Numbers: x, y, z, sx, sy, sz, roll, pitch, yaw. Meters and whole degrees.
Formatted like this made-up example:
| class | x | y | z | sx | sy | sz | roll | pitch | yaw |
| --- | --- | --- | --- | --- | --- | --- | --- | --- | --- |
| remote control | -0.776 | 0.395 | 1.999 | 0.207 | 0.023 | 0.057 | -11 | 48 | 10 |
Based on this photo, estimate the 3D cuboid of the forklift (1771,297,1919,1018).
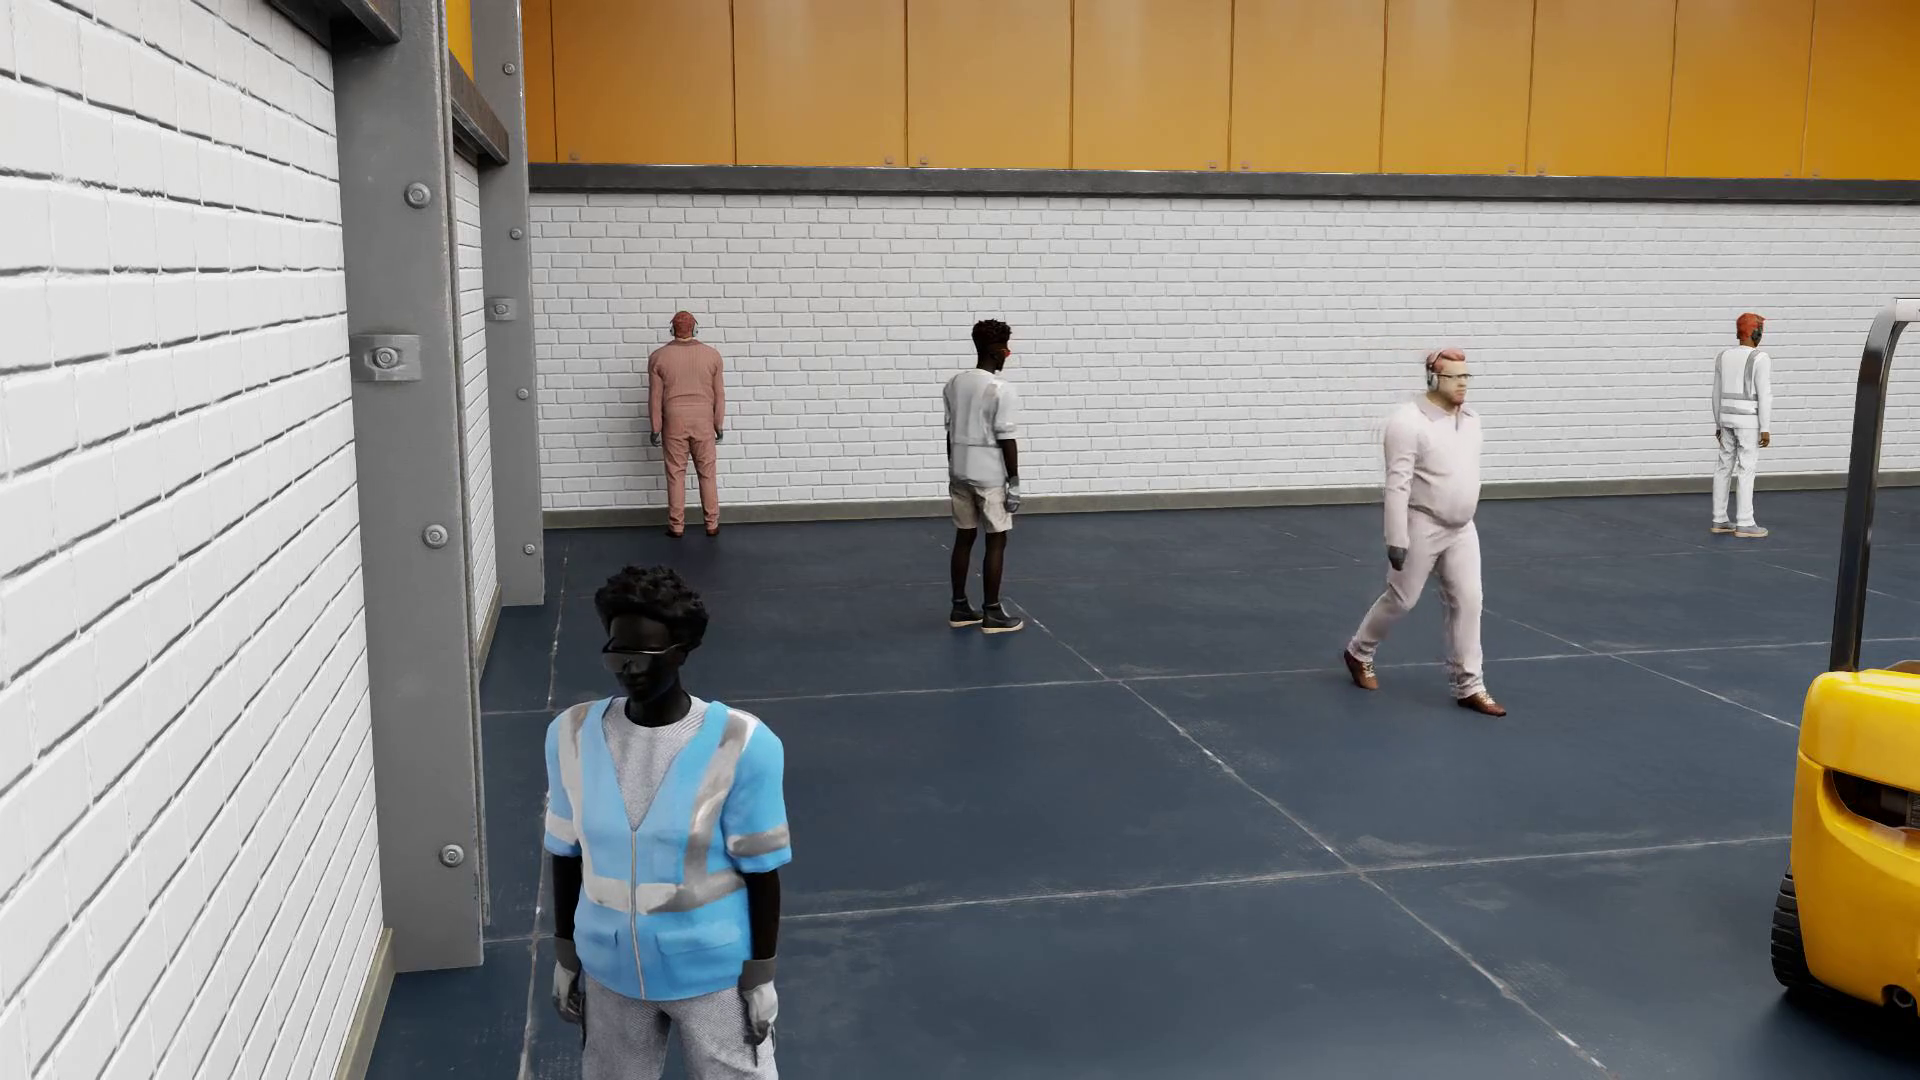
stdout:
| class | x | y | z | sx | sy | sz | roll | pitch | yaw |
| --- | --- | --- | --- | --- | --- | --- | --- | --- | --- |
| forklift | 3.542 | 0.334 | 5.177 | 2.313 | 2.155 | 1.214 | -9 | 13 | -43 |

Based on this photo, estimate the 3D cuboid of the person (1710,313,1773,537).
| class | x | y | z | sx | sy | sz | roll | pitch | yaw |
| --- | --- | --- | --- | --- | --- | --- | --- | --- | --- |
| person | 6.618 | -0.970 | 14.067 | 0.356 | 1.884 | 0.572 | -4 | 10 | -21 |

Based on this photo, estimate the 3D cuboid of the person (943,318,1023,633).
| class | x | y | z | sx | sy | sz | roll | pitch | yaw |
| --- | --- | --- | --- | --- | --- | --- | --- | --- | --- |
| person | 0.144 | -0.400 | 10.377 | 0.387 | 1.957 | 0.616 | -8 | 13 | -42 |

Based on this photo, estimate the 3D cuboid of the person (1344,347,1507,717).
| class | x | y | z | sx | sy | sz | roll | pitch | yaw |
| --- | --- | --- | --- | --- | --- | --- | --- | --- | --- |
| person | 2.419 | -0.072 | 8.653 | 0.657 | 1.872 | 0.946 | -5 | 11 | -30 |

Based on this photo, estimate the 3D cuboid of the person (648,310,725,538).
| class | x | y | z | sx | sy | sz | roll | pitch | yaw |
| --- | --- | --- | --- | --- | --- | --- | --- | --- | --- |
| person | -2.294 | -0.967 | 13.977 | 0.640 | 1.910 | 0.401 | -2 | 10 | -14 |

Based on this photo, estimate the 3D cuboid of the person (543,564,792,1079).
| class | x | y | z | sx | sy | sz | roll | pitch | yaw |
| --- | --- | --- | --- | --- | --- | --- | --- | --- | --- |
| person | -0.602 | 0.875 | 3.418 | 0.536 | 1.690 | 0.321 | 2 | 10 | 14 |
